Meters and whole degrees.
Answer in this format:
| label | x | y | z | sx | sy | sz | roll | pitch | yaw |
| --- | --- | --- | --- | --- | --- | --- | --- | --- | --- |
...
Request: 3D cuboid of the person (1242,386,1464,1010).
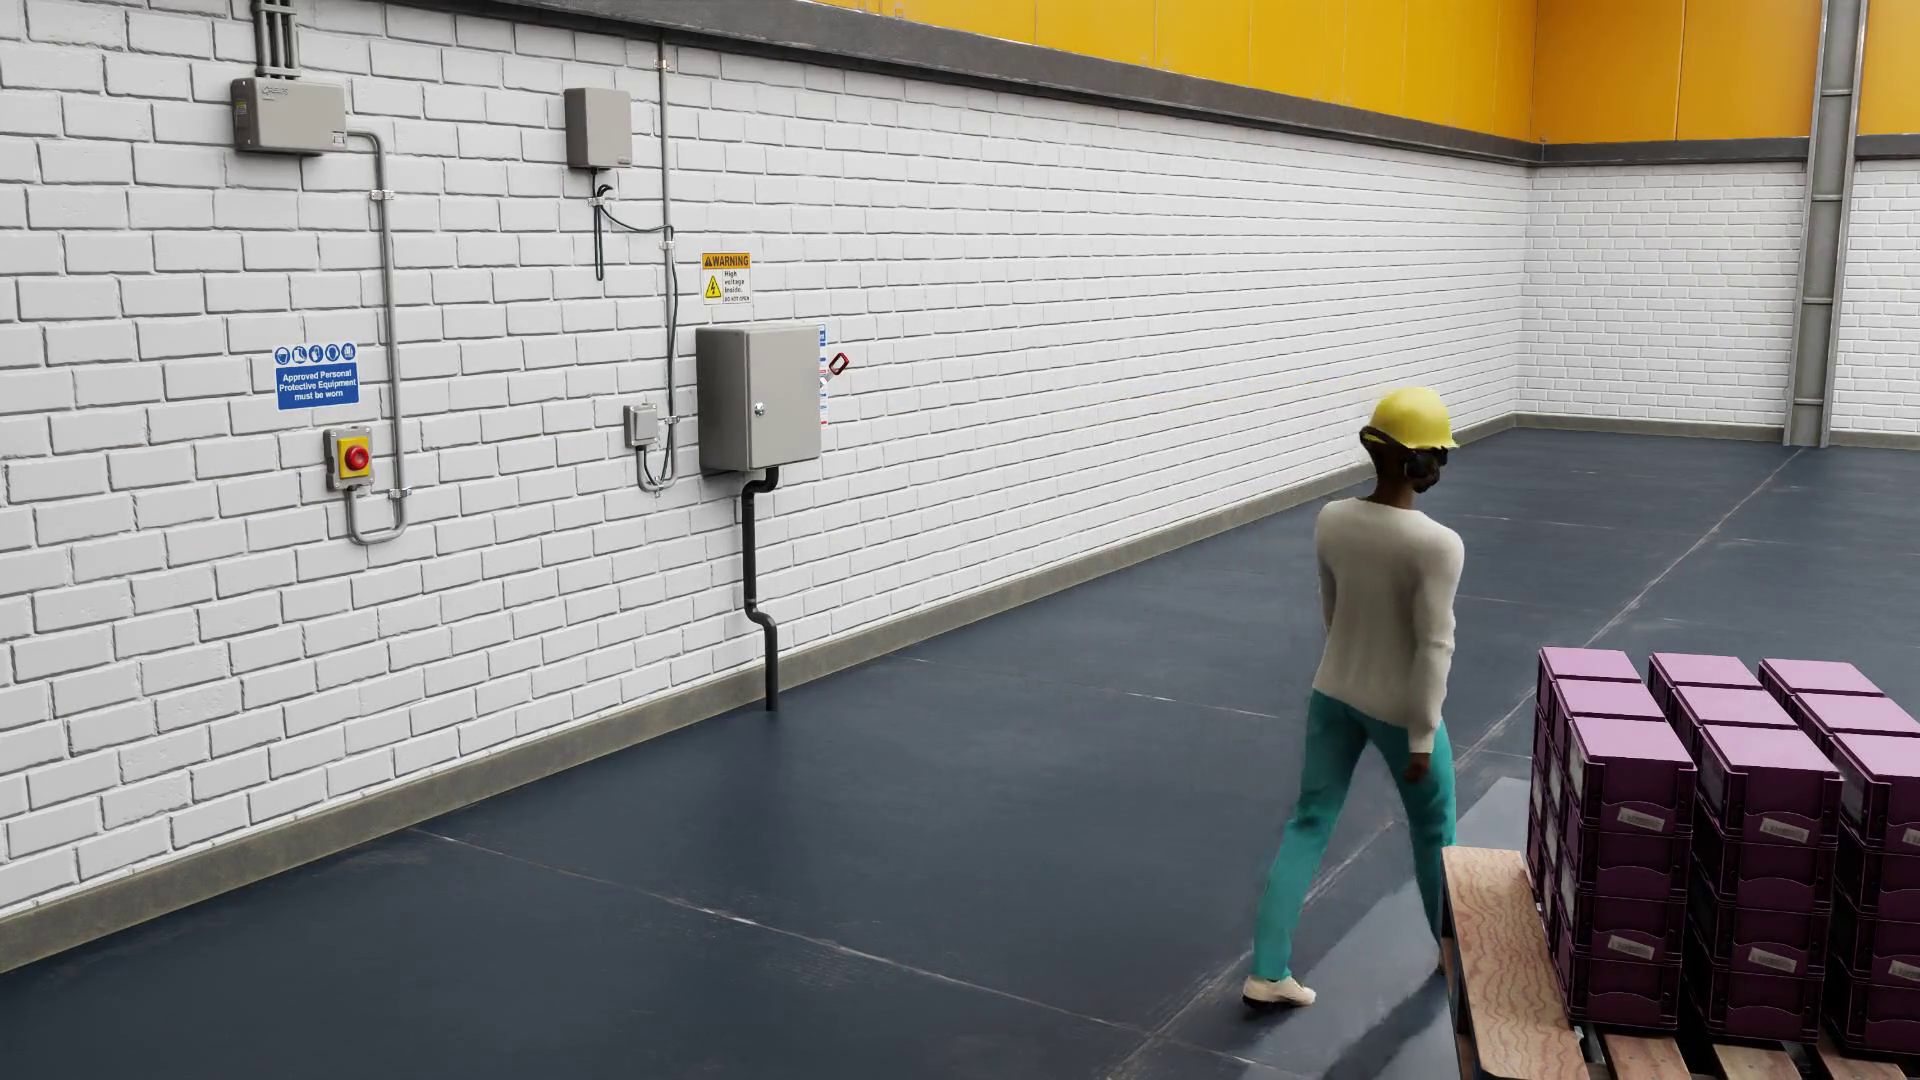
| label | x | y | z | sx | sy | sz | roll | pitch | yaw |
| --- | --- | --- | --- | --- | --- | --- | --- | --- | --- |
| person | 1.156 | 0.435 | 4.565 | 0.936 | 1.715 | 0.522 | -8 | 13 | -36 |
